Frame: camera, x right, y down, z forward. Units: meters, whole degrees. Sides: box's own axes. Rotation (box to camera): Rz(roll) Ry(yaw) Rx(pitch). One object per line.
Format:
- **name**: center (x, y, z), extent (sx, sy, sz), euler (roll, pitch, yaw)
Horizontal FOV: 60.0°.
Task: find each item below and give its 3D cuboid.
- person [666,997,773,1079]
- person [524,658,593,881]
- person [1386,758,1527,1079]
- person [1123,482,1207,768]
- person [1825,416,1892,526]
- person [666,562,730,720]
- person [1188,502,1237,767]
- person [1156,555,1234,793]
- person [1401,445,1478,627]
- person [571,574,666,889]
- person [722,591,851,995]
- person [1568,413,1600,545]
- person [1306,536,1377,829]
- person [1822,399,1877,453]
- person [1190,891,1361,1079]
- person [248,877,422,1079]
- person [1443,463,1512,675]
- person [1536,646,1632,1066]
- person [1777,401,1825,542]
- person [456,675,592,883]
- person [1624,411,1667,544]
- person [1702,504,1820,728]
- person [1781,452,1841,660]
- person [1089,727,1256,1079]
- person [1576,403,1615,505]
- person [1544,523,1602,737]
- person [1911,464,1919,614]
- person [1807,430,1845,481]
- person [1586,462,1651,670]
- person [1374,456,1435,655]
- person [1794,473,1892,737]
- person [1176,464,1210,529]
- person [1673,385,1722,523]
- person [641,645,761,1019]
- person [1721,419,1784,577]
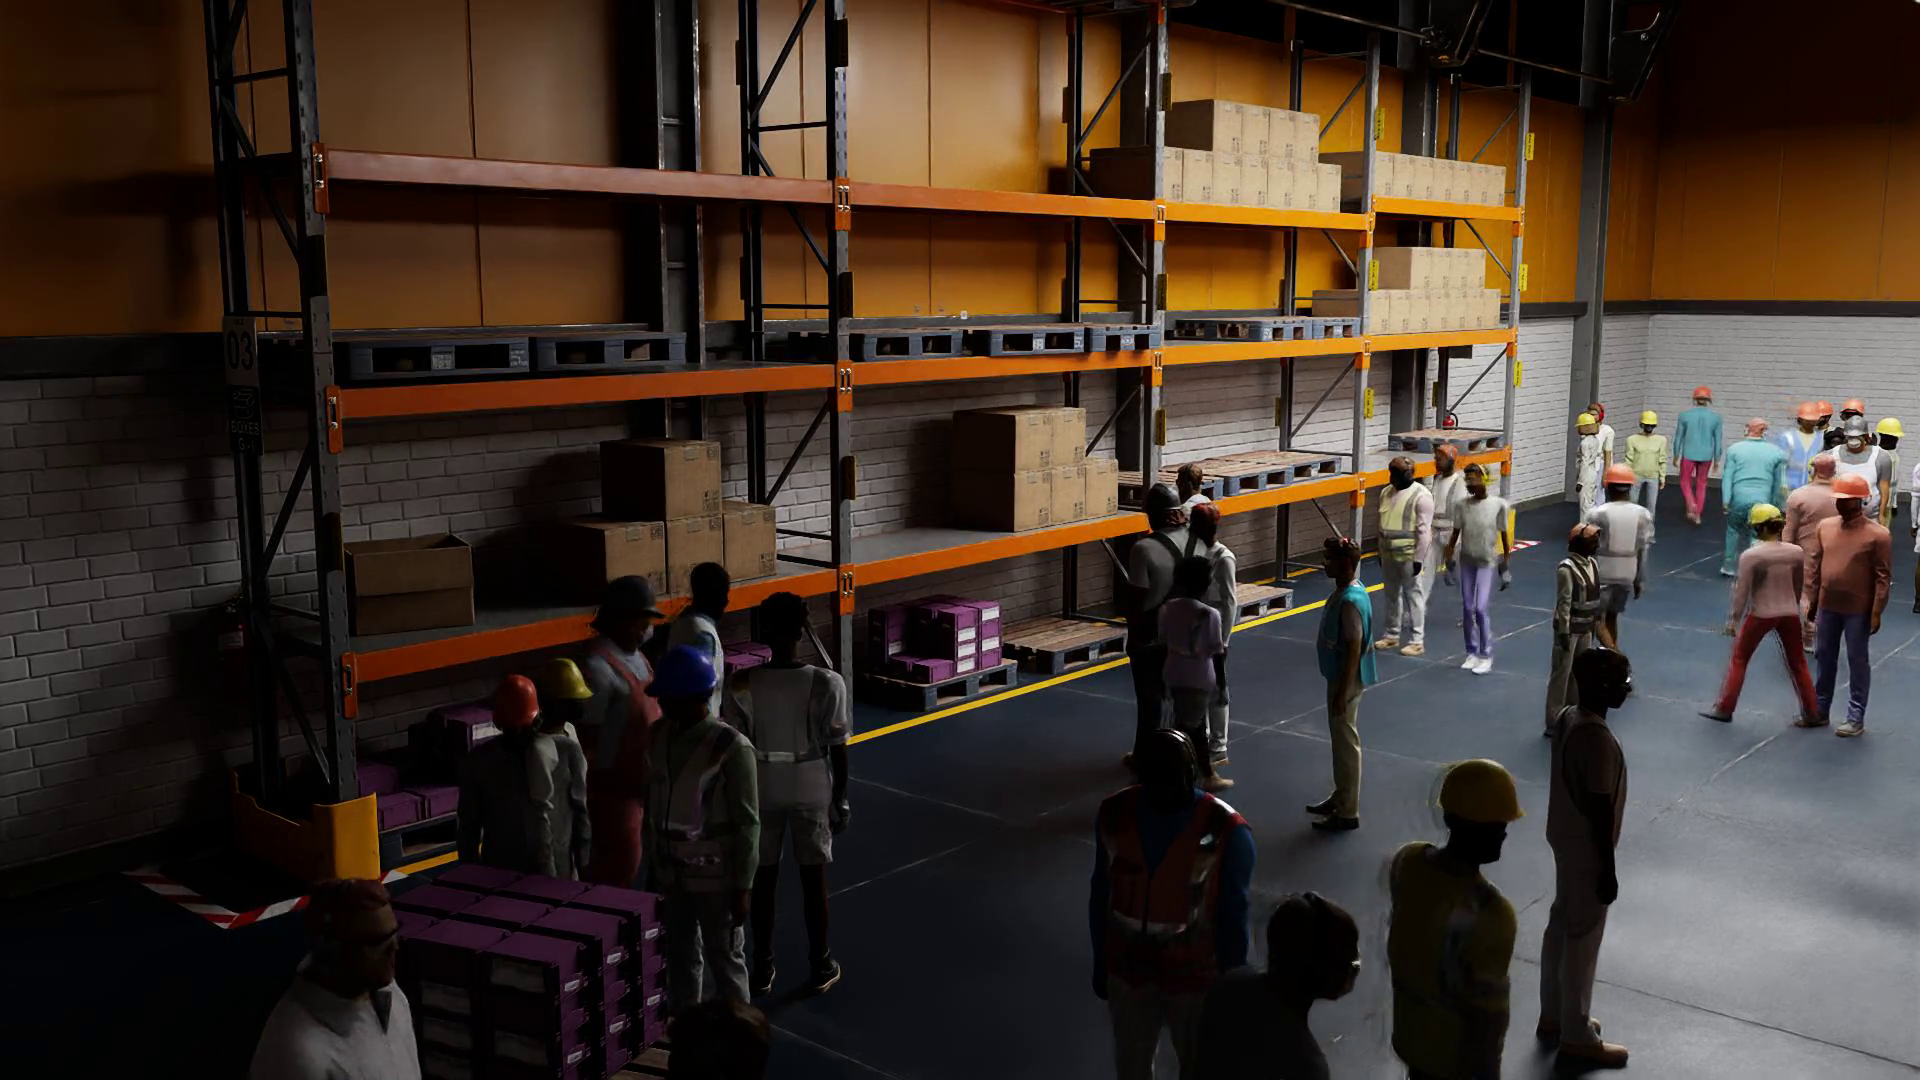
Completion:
- **person**: center (-0.492, 1.926, 3.832), extent (0.339, 1.838, 0.505), euler (-2, 9, -13)
- **person**: center (-1.786, 1.394, 7.468), extent (0.328, 1.767, 0.532), euler (0, 9, 2)
- **person**: center (1.545, 1.639, 5.431), extent (0.595, 1.907, 0.607), euler (-4, 9, -22)
- **person**: center (1.417, 0.592, 11.761), extent (0.682, 2.000, 0.535), euler (-5, 10, -31)
- **person**: center (9.447, -0.318, 17.631), extent (0.692, 2.000, 0.535), euler (5, 10, 32)
- **person**: center (-1.409, 1.048, 9.312), extent (0.599, 1.882, 0.617), euler (-4, 10, -22)
- **person**: center (1.739, 0.663, 11.804), extent (0.341, 1.883, 0.587), euler (-3, 9, -20)
- **person**: center (1.466, 0.923, 10.866), extent (0.898, 1.654, 0.528), euler (-5, 10, -31)
- **person**: center (4.795, -0.025, 16.410), extent (0.986, 1.831, 0.594), euler (-3, 9, -17)
- **person**: center (-1.679, 1.141, 8.220), extent (0.546, 2.000, 0.711), euler (0, 9, 2)
- **person**: center (-0.827, 1.214, 7.984), extent (0.613, 1.965, 0.361), euler (0, 9, 1)
- **person**: center (8.090, -0.774, 21.543), extent (0.305, 1.738, 0.484), euler (6, 11, 35)
- **person**: center (2.414, 0.892, 10.452), extent (0.386, 1.845, 0.567), euler (1, 9, 8)
- **person**: center (10.687, -0.689, 20.070), extent (0.611, 2.030, 0.409), euler (5, 10, 30)
- **person**: center (0.672, 1.821, 4.337), extent (0.690, 1.892, 0.640), euler (-1, 9, -9)
- **person**: center (-1.537, 1.810, 4.447), extent (0.898, 1.870, 0.673), euler (1, 9, 4)
- **person**: center (4.493, 0.259, 14.552), extent (0.556, 1.839, 0.621), euler (8, 12, 41)
- **person**: center (2.771, 1.374, 7.342), extent (0.335, 1.845, 0.513), euler (0, 9, -1)
- **person**: center (10.228, -0.703, 20.248), extent (0.593, 2.006, 0.930), euler (2, 9, 15)
- **person**: center (-1.907, 1.434, 7.309), extent (0.577, 1.737, 0.354), euler (-3, 9, -18)
- **person**: center (8.950, -0.814, 21.732), extent (0.525, 1.760, 0.340), euler (2, 9, 10)
- **person**: center (6.244, 0.584, 12.864), extent (0.677, 1.728, 0.466), euler (0, 9, -3)
- **person**: center (7.812, 0.150, 15.129), extent (0.651, 1.885, 0.780), euler (0, 9, 1)
- **person**: center (0.755, 1.576, 6.103), extent (0.624, 1.835, 0.431), euler (5, 10, 28)
- **person**: center (8.398, -0.887, 21.964), extent (0.386, 1.836, 0.564), euler (-3, 9, -17)
- **person**: center (4.625, 0.683, 12.502), extent (0.519, 1.631, 0.314), euler (-8, 12, -41)
- **person**: center (10.075, -0.184, 17.099), extent (0.542, 1.938, 0.357), euler (8, 12, 41)
- **person**: center (10.240, -0.452, 19.600), extent (0.538, 1.695, 0.320), euler (0, 9, -3)
- **person**: center (5.534, 0.298, 14.066), extent (0.573, 1.907, 0.773), euler (-1, 9, -4)
- **person**: center (4.077, 0.139, 15.350), extent (0.429, 1.836, 0.641), euler (-5, 10, -30)
- **person**: center (6.693, 0.487, 12.587), extent (0.395, 1.994, 0.613), euler (-5, 10, -27)
- **person**: center (2.055, 0.245, 14.671), extent (0.350, 1.837, 0.503), euler (5, 10, 30)
- **person**: center (10.414, -1.190, 23.471), extent (0.633, 1.977, 0.652), euler (2, 9, 13)
- **person**: center (-1.099, 1.385, 6.954), extent (0.605, 1.944, 0.402), euler (6, 11, 35)
- **person**: center (9.041, -0.456, 19.076), extent (0.653, 1.859, 0.901), euler (2, 9, 14)
